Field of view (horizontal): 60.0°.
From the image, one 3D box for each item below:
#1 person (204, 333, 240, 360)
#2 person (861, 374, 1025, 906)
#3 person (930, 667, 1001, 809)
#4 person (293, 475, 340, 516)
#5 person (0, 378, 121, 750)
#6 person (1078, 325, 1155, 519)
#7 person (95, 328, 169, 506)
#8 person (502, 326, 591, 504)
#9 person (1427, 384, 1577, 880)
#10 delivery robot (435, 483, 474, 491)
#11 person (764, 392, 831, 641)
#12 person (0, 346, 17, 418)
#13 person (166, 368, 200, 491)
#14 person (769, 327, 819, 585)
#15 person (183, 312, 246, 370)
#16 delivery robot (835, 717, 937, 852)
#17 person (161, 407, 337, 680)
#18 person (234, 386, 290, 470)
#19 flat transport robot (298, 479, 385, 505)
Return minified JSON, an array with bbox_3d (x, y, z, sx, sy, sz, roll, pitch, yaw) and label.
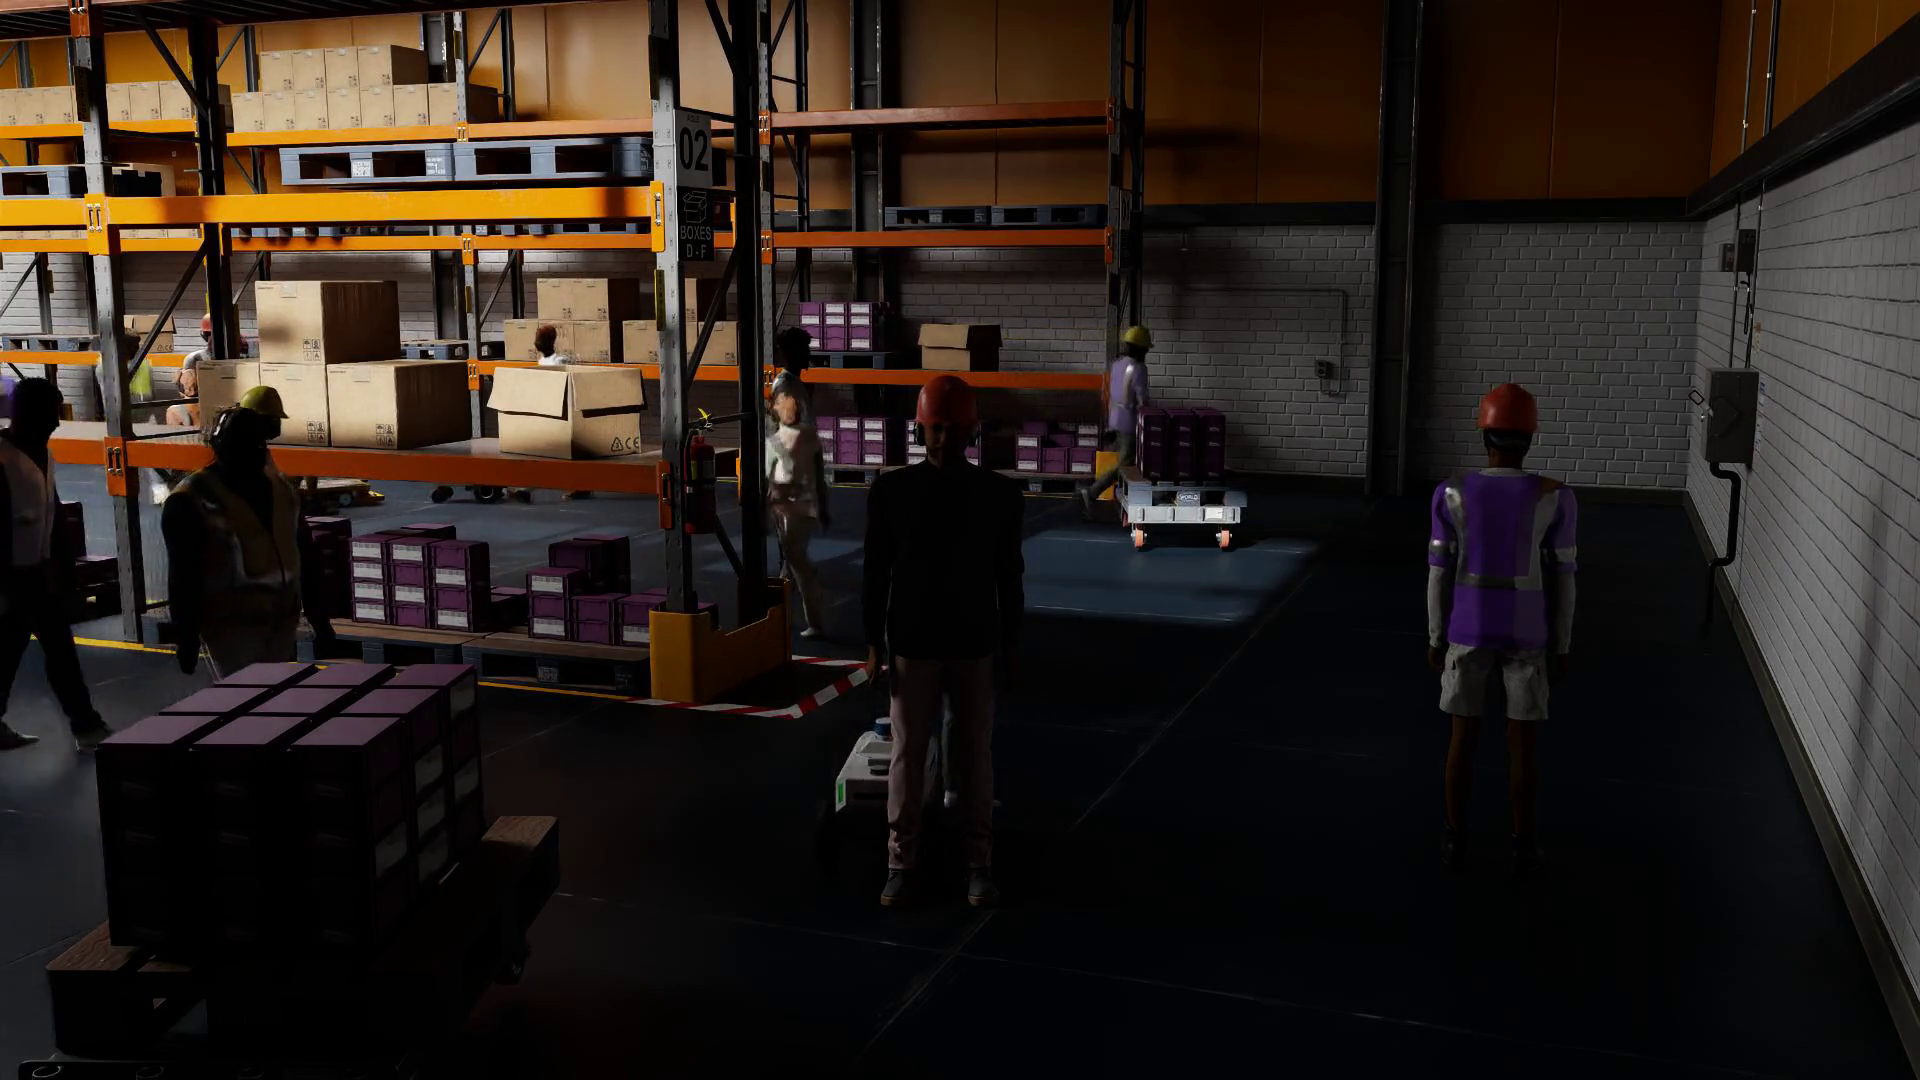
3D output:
[{"bbox_3d":[-5.921,-0.791,13.849,0.745,1.909,0.570,4,10,21],"label":"person"},{"bbox_3d":[-0.063,0.379,6.219,0.611,1.996,0.375,0,9,-2],"label":"person"},{"bbox_3d":[-0.180,0.434,7.105,0.609,1.595,0.522,1,9,9],"label":"person"},{"bbox_3d":[-6.397,-1.176,16.245,0.537,1.921,0.640,-5,10,-28],"label":"person"},{"bbox_3d":[-4.509,0.138,8.172,0.955,1.851,0.651,-1,9,-9],"label":"person"},{"bbox_3d":[1.554,-1.120,15.979,0.844,1.891,0.584,-3,10,-19],"label":"person"},{"bbox_3d":[-8.337,-1.222,16.855,0.761,1.819,0.630,6,11,32],"label":"person"},{"bbox_3d":[-4.299,-1.293,17.226,0.999,1.824,0.595,-6,11,-31],"label":"person"},{"bbox_3d":[2.113,0.360,6.524,0.551,1.934,0.362,4,10,21],"label":"person"},{"bbox_3d":[-5.122,-0.717,17.318,0.707,0.478,0.477,0,9,-2],"label":"delivery robot"},{"bbox_3d":[-1.160,-0.165,10.858,0.863,1.589,0.525,8,12,40],"label":"person"},{"bbox_3d":[-7.708,-0.673,13.328,0.487,1.834,0.620,2,9,13],"label":"person"},{"bbox_3d":[-5.944,-0.517,12.961,0.310,1.638,0.523,3,10,20],"label":"person"},{"bbox_3d":[-1.269,-0.644,12.736,0.361,1.964,0.615,0,9,-1],"label":"person"},{"bbox_3d":[-6.623,-1.034,14.943,0.393,2.044,0.609,6,11,32],"label":"person"},{"bbox_3d":[-0.290,0.964,6.761,0.477,0.478,0.707,1,9,5],"label":"delivery robot"},{"bbox_3d":[-2.857,0.365,6.876,0.698,1.821,0.630,4,10,24],"label":"person"},{"bbox_3d":[-3.771,0.049,9.029,0.329,1.763,0.523,-4,10,-24],"label":"person"},{"bbox_3d":[-6.680,-0.467,16.929,1.431,0.197,0.652,-6,11,-35],"label":"flat transport robot"}]
